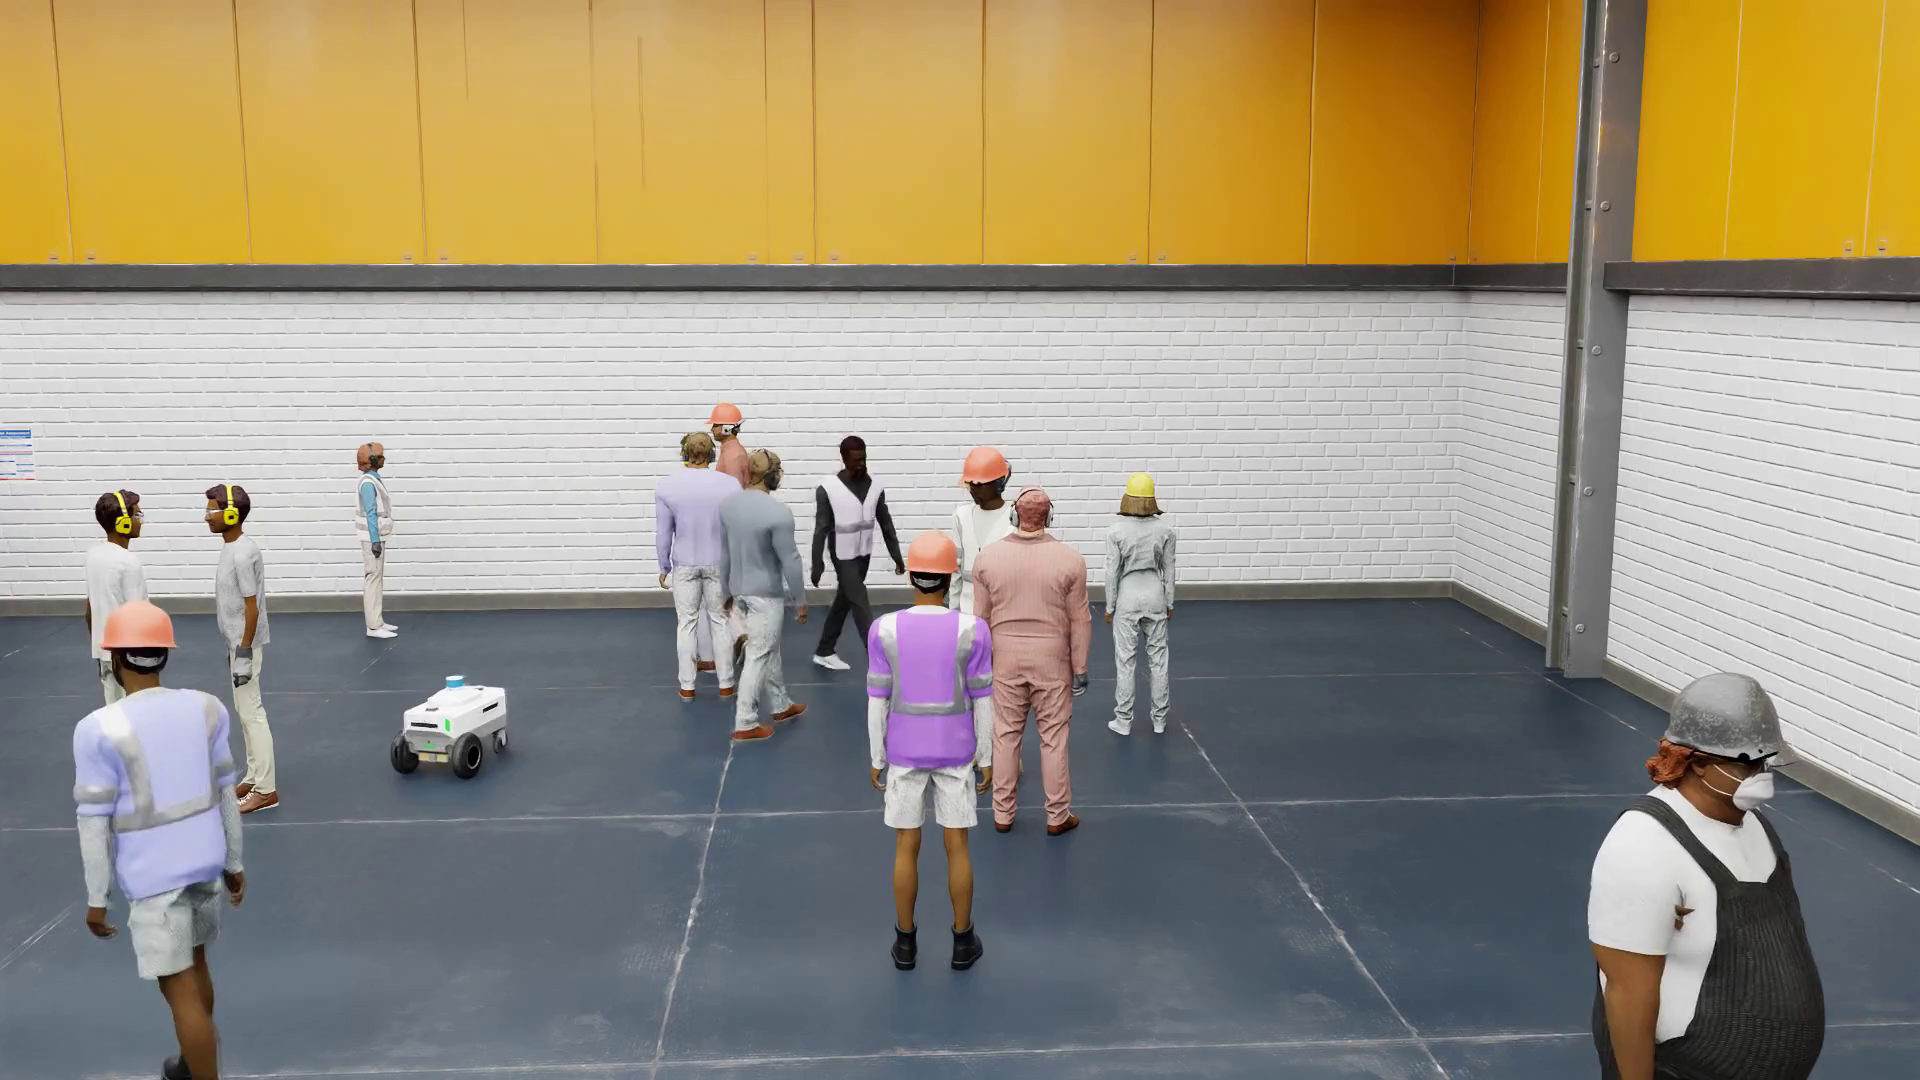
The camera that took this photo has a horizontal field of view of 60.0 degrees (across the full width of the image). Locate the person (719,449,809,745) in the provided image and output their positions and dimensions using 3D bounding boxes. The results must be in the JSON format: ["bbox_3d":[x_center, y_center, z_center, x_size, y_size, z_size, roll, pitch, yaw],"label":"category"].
[{"bbox_3d":[-1.203,0.352,10.922,0.859,1.904,0.647,-9,13,-44],"label":"person"}]

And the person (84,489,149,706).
[{"bbox_3d":[-4.583,0.653,9.146,0.517,1.873,0.334,6,11,34],"label":"person"}]

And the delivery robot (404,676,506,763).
[{"bbox_3d":[-3.112,1.083,10.274,0.477,0.478,0.707,2,9,14],"label":"delivery robot"}]

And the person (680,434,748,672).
[{"bbox_3d":[-1.884,0.120,12.577,0.531,1.845,0.545,7,12,39],"label":"person"}]

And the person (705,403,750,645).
[{"bbox_3d":[-1.893,-0.134,13.702,0.377,1.995,0.608,-1,9,-7],"label":"person"}]

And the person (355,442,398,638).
[{"bbox_3d":[-4.912,-0.002,13.967,0.305,1.645,0.522,-3,9,-17],"label":"person"}]

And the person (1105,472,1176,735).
[{"bbox_3d":[1.183,0.421,11.005,0.485,1.744,0.294,-1,9,-9],"label":"person"}]

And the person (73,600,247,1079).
[{"bbox_3d":[-2.801,1.171,5.885,0.664,1.895,0.552,5,10,26],"label":"person"}]

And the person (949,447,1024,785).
[{"bbox_3d":[0.170,0.454,9.890,0.615,2.030,0.398,6,11,34],"label":"person"}]

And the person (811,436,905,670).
[{"bbox_3d":[-0.770,0.130,12.500,1.019,1.849,0.715,9,12,43],"label":"person"}]

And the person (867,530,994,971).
[{"bbox_3d":[-0.126,0.917,7.282,0.551,1.934,0.373,0,9,2],"label":"person"}]

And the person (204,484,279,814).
[{"bbox_3d":[-4.086,0.612,9.418,0.328,1.870,0.514,-5,10,-29],"label":"person"}]

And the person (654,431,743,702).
[{"bbox_3d":[-1.838,0.191,11.835,0.635,1.937,0.355,-1,9,-6],"label":"person"}]

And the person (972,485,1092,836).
[{"bbox_3d":[0.397,0.654,9.019,0.649,1.912,0.409,2,9,14],"label":"person"}]
